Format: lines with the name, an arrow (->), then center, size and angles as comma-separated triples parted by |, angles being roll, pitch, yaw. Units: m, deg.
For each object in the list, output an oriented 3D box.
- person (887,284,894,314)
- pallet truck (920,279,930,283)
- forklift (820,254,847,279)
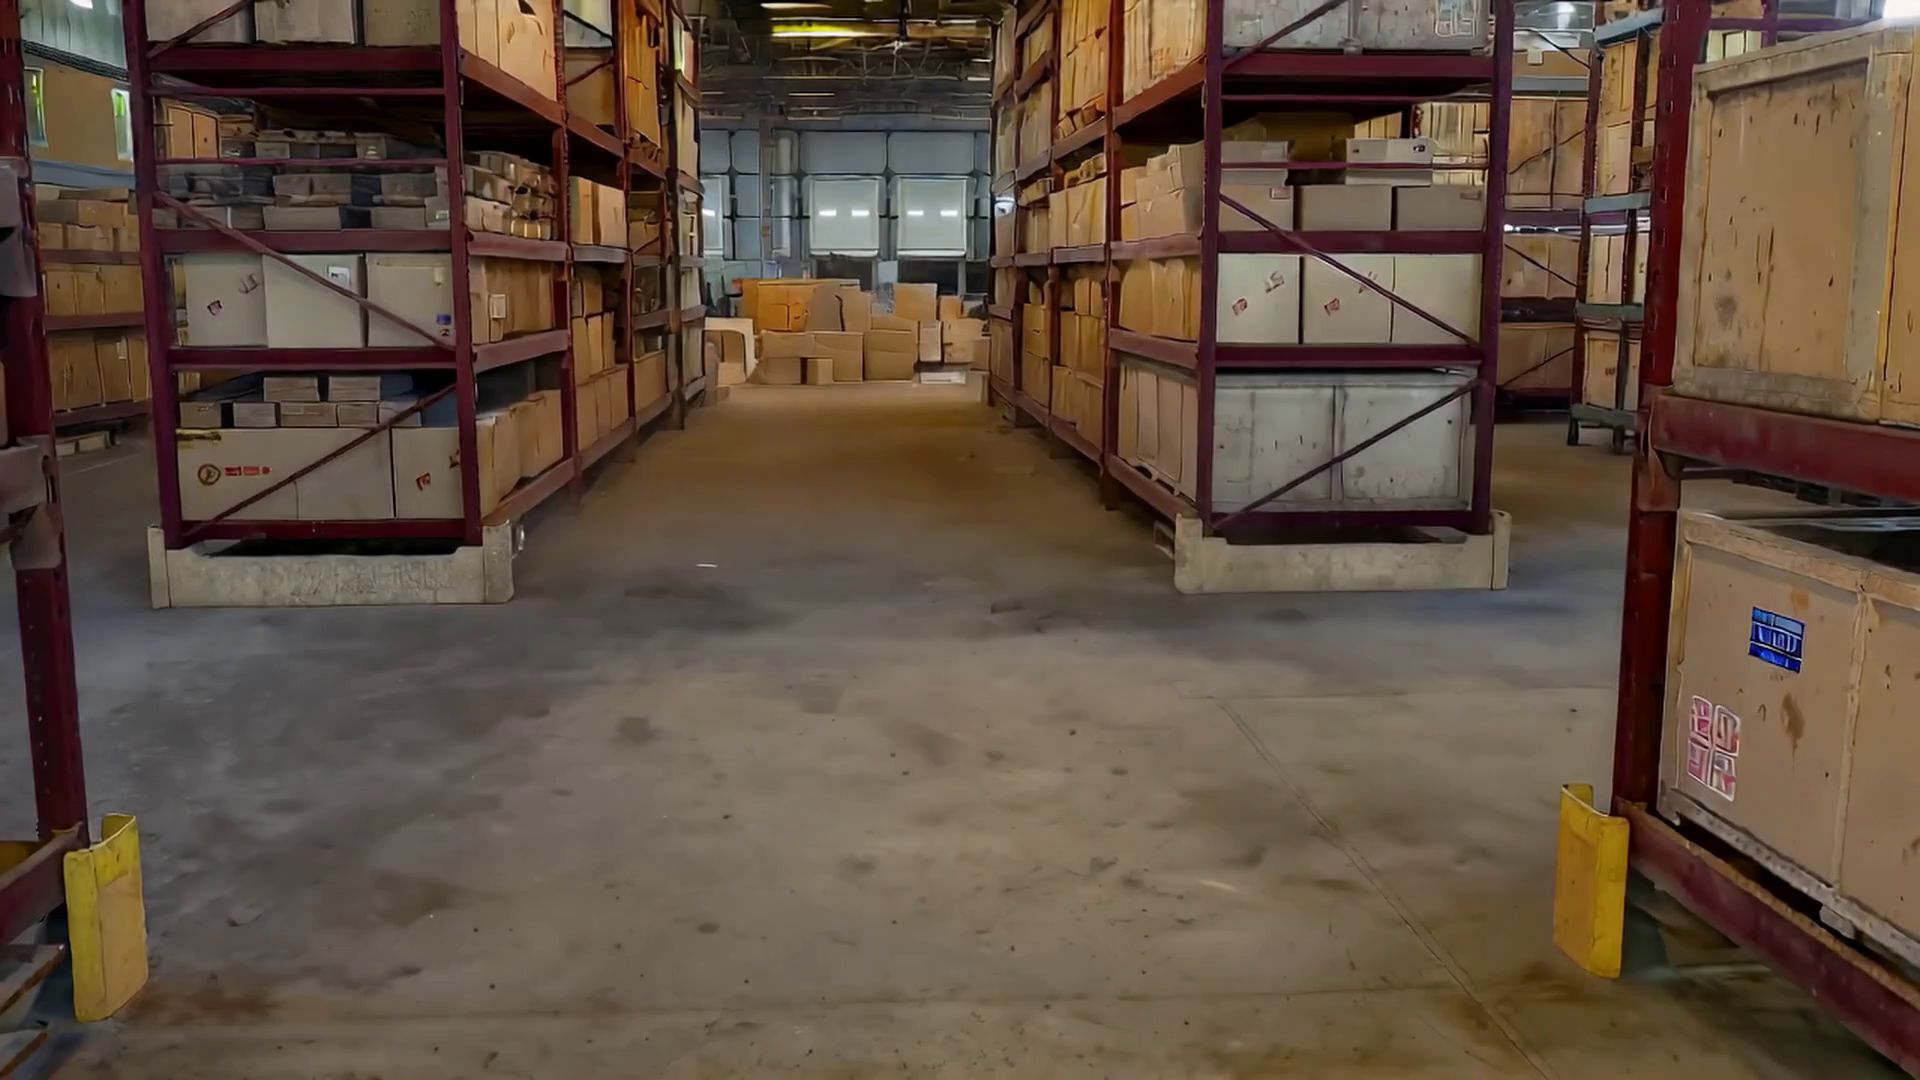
person -> -1.821, -5.892, 44.391 | 0.997, 1.903, 0.636 | 1, 9, 9
pallet truck -> -0.932, -8.922, 63.114 | 1.885, 1.965, 0.823 | 2, 9, 13
forklift -> -4.317, -8.378, 56.937 | 1.129, 2.768, 1.873 | 4, 10, 24
